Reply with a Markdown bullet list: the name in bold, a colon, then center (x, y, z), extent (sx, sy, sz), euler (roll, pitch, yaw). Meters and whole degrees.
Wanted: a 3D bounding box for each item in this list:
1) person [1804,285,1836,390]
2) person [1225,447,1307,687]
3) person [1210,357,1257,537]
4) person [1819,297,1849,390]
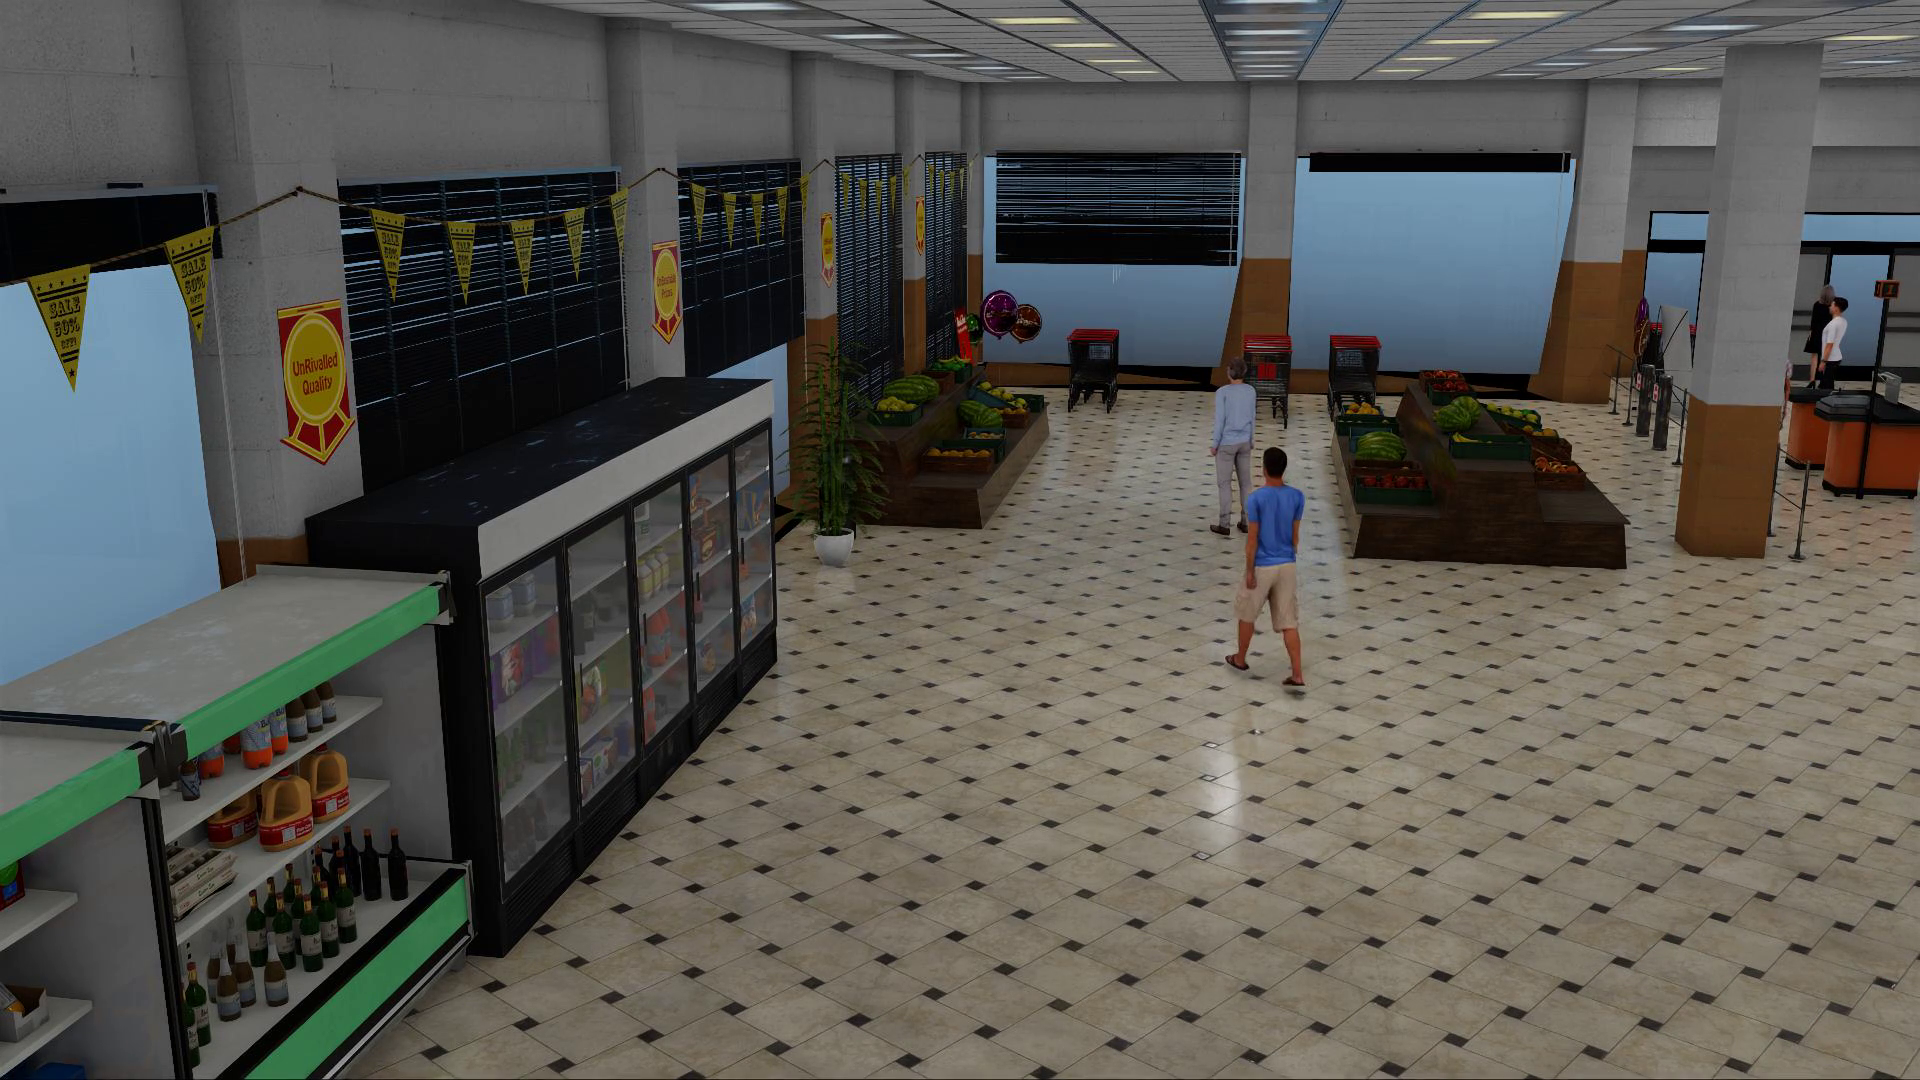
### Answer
- **person**: center (14.477, -3.417, 27.934), extent (0.630, 1.745, 0.606), euler (0, 14, 1)
- **person**: center (2.425, 0.248, 12.656), extent (0.953, 1.824, 1.283), euler (-3, 14, -11)
- **person**: center (2.916, -1.009, 17.693), extent (0.758, 1.892, 0.751), euler (-5, 14, -19)
- **person**: center (12.918, -2.679, 24.663), extent (0.816, 1.853, 0.706), euler (12, 18, 41)
